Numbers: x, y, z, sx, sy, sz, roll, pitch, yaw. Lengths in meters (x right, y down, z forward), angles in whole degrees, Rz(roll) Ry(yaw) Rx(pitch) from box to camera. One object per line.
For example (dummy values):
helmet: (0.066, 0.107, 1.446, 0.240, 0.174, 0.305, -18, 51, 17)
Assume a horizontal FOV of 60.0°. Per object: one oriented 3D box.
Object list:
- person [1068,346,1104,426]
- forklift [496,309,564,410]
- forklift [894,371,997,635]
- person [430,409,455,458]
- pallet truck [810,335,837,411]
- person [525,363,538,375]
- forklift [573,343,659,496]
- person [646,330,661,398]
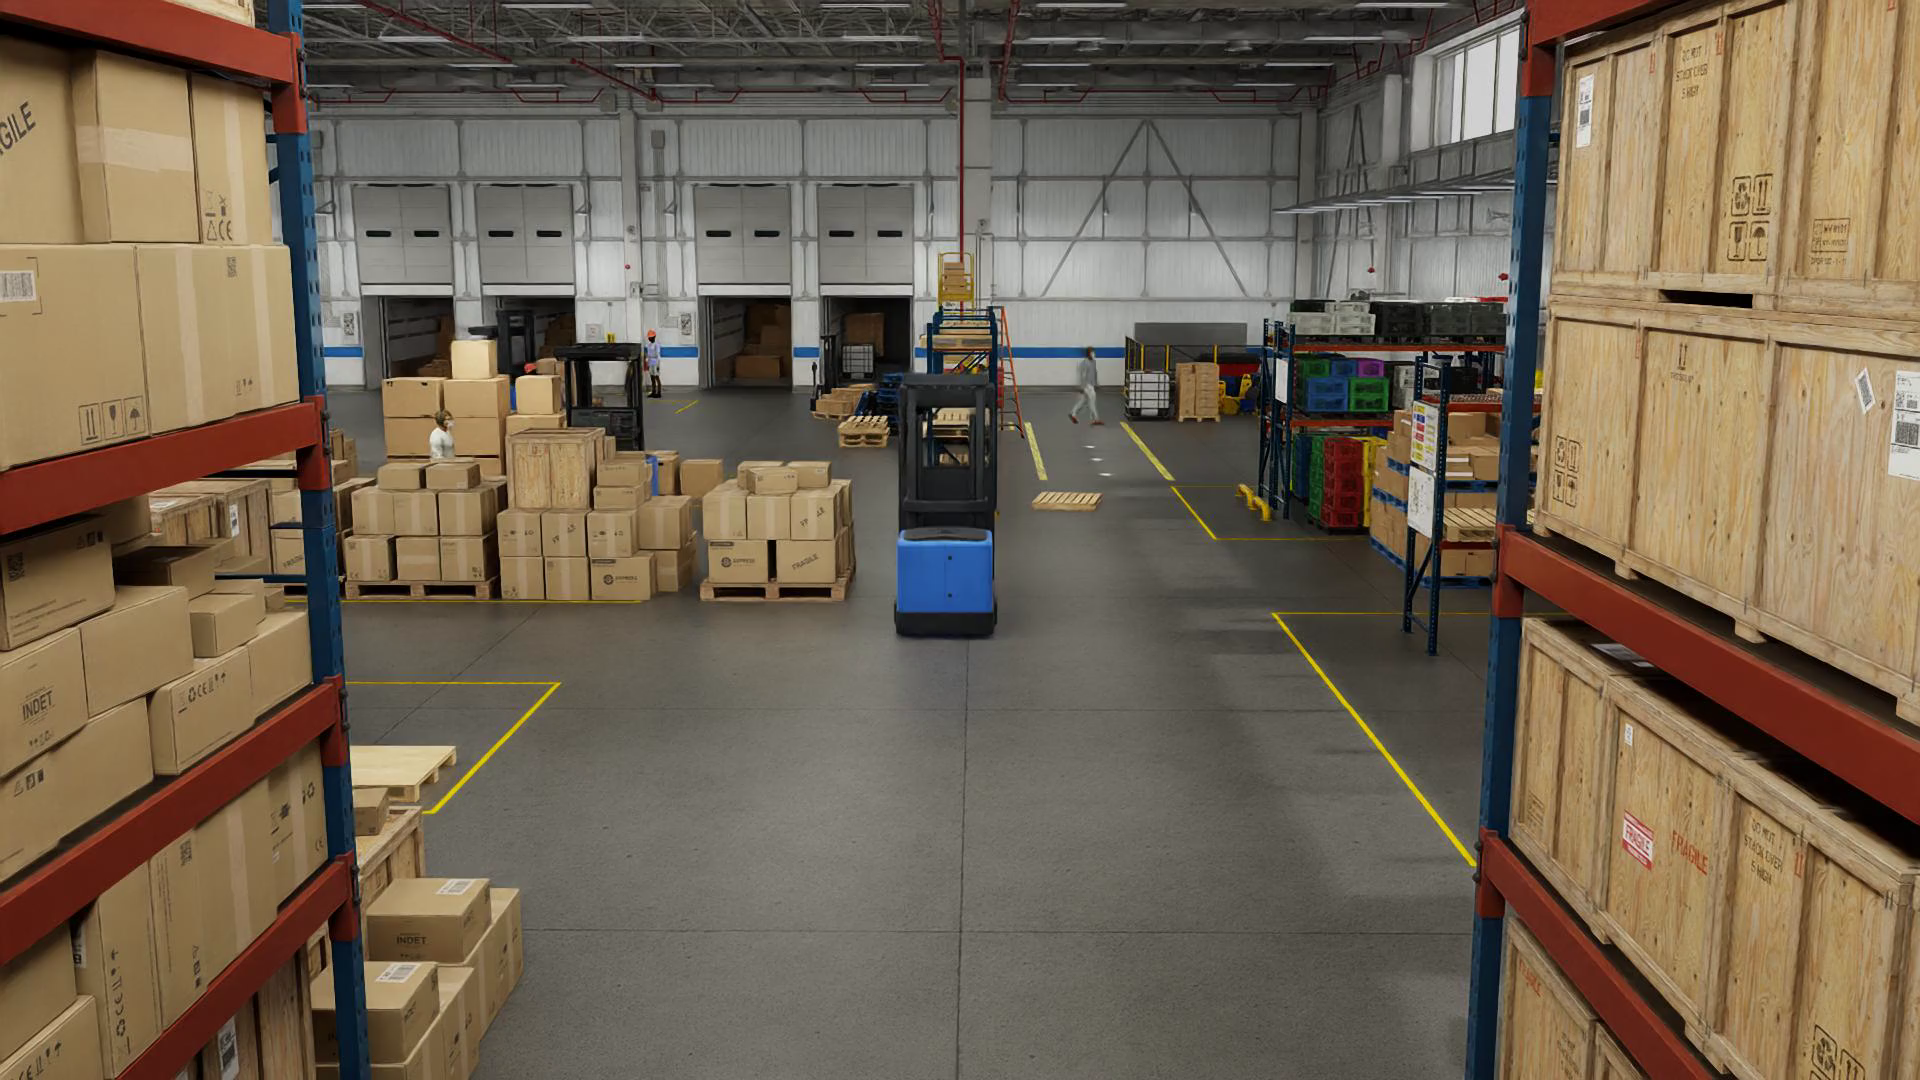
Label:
person: (3.011, -3.703, 39.884, 0.939, 1.908, 0.630, 5, 11, 26)
forklift: (-10.113, -3.891, 38.150, 1.873, 2.768, 1.129, 6, 12, 31)
forklift: (-0.154, -0.472, 18.423, 1.129, 2.768, 1.873, 0, 10, 1)
person: (-7.299, -0.889, 23.546, 0.354, 1.937, 0.635, -1, 10, -6)
pallet truck: (-3.021, -4.312, 43.126, 1.885, 1.965, 0.823, 3, 10, 17)
person: (-8.512, -2.671, 34.022, 0.726, 1.892, 0.377, -1, 10, -7)
forklift: (-5.085, -1.475, 24.210, 1.129, 2.768, 1.873, 0, 10, 1)
person: (-8.731, -5.004, 47.321, 0.544, 1.930, 0.388, 10, 14, 44)
